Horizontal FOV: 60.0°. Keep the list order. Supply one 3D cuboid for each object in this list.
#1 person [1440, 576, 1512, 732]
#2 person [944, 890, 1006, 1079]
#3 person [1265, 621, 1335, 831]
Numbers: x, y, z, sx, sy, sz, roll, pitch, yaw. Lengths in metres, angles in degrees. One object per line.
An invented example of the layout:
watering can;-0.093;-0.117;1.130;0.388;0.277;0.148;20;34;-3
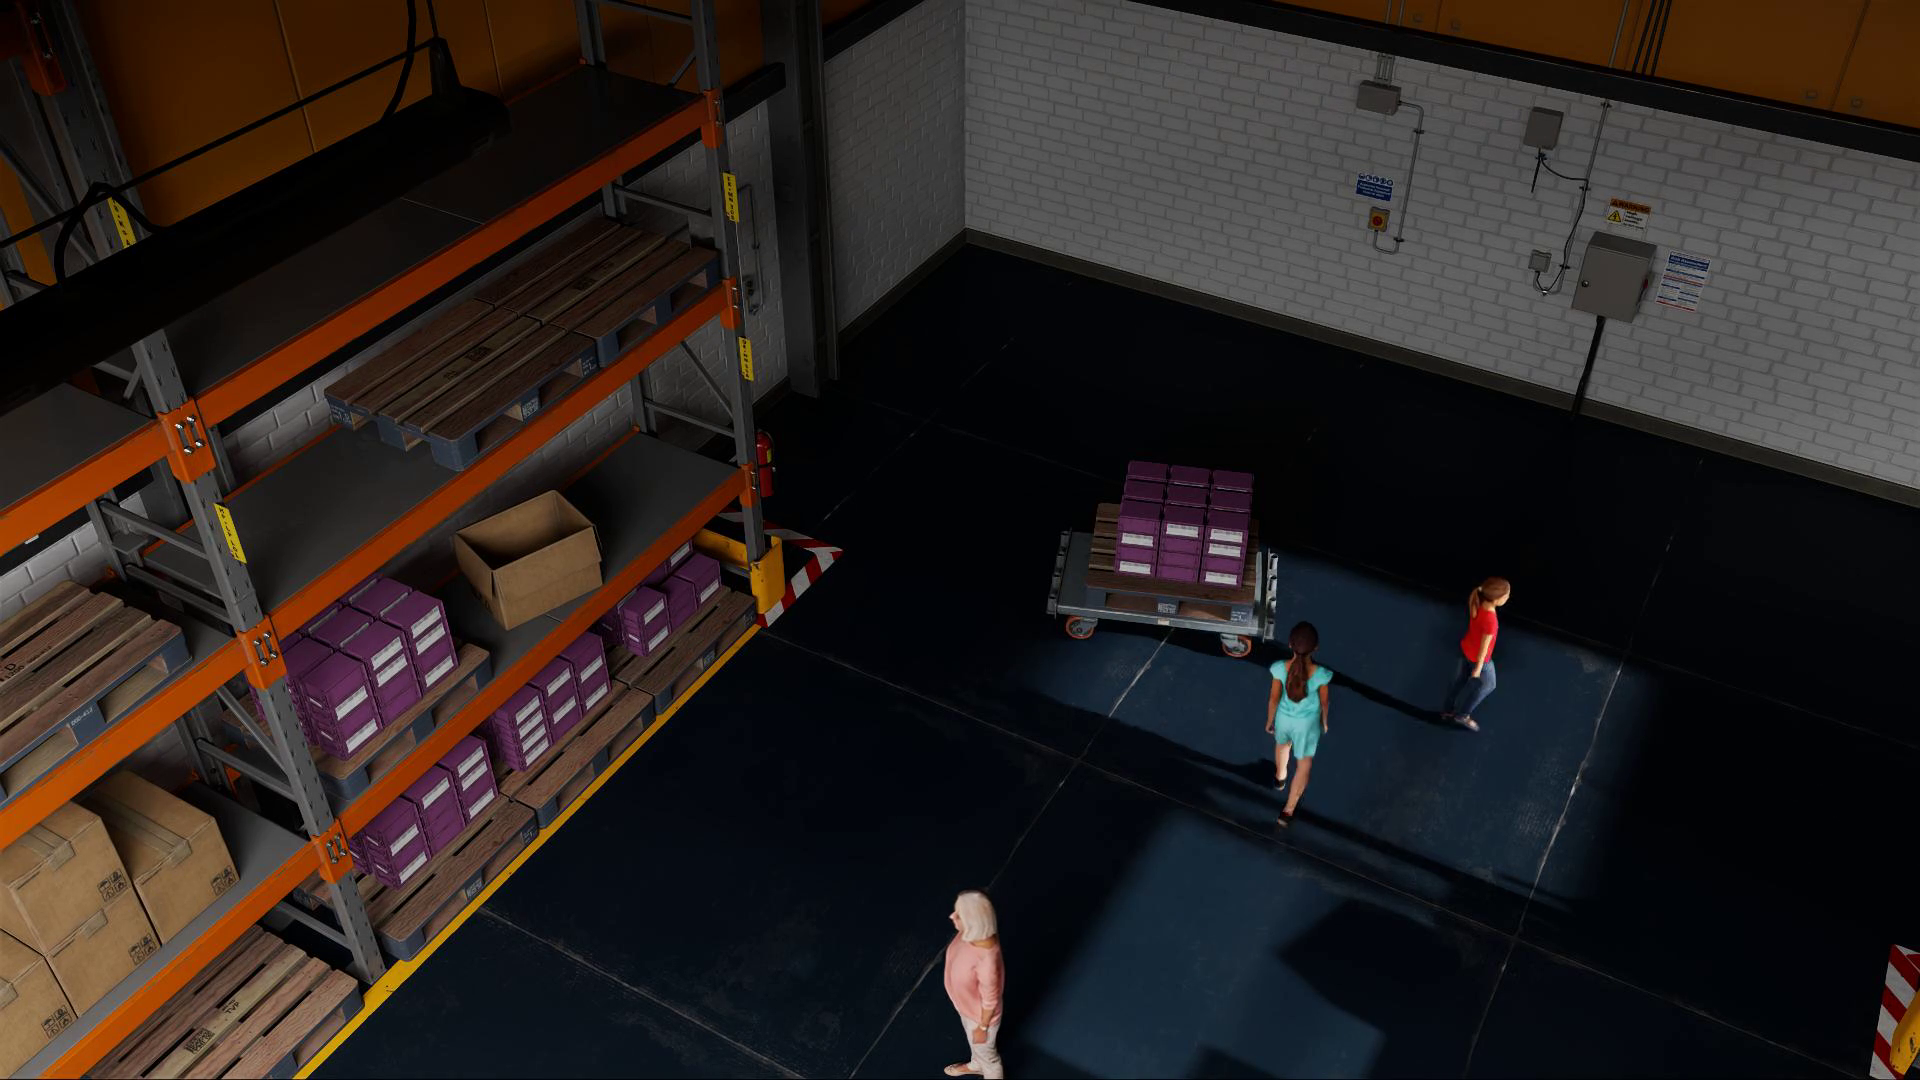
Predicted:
person;3.428;0.764;11.261;0.635;1.301;0.570;-4;39;-5
person;0.094;2.435;8.829;0.730;1.725;0.665;-9;39;-11
person;2.139;1.176;10.553;0.619;1.542;0.975;14;41;17
